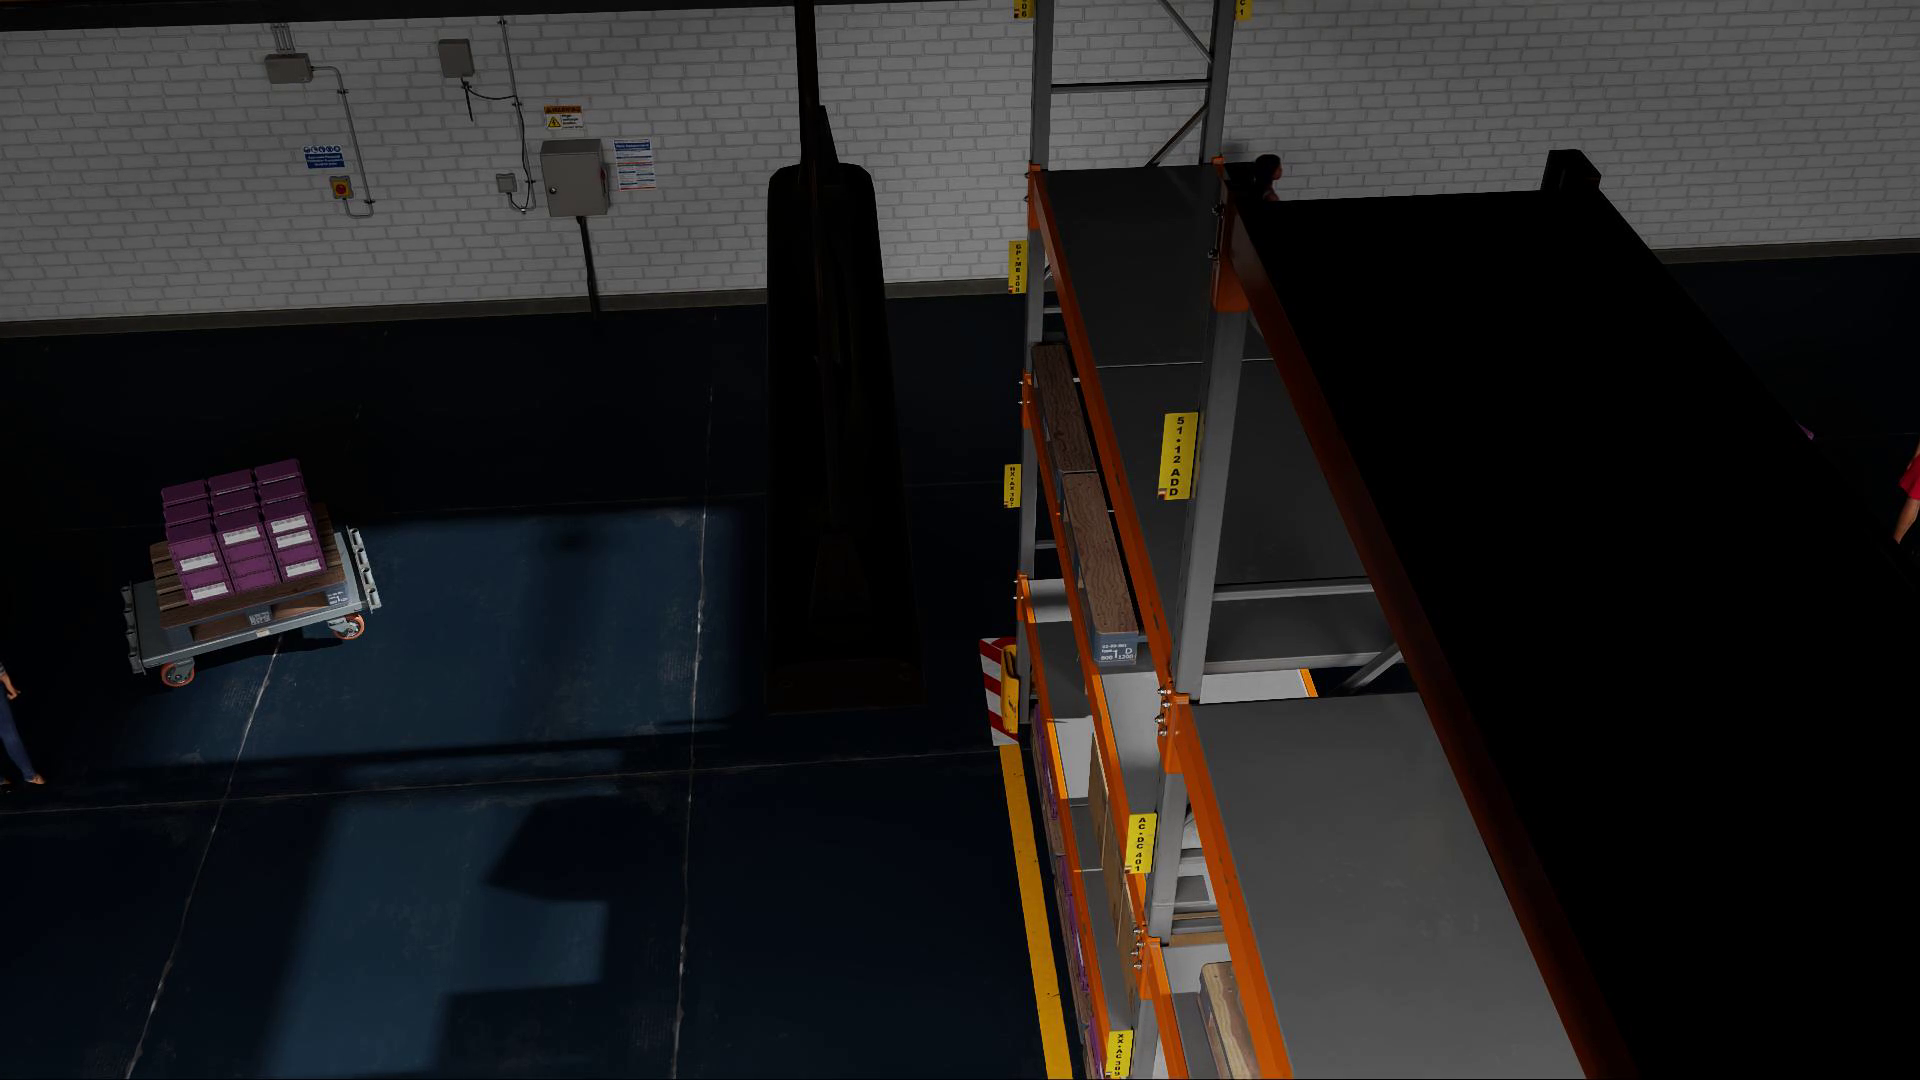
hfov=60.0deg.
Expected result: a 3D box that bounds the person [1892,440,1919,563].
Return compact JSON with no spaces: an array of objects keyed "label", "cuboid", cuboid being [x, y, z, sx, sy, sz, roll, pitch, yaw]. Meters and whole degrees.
[{"label":"person","cuboid":[7.178,-0.560,12.166,0.645,1.728,0.653,11,40,14]}]

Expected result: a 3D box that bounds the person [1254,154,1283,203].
[{"label":"person","cuboid":[2.667,-2.648,14.807,0.668,1.696,0.494,-9,39,-11]}]

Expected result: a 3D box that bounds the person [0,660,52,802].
[{"label":"person","cuboid":[-6.090,0.921,10.258,0.585,1.796,0.469,-4,39,-5]}]
